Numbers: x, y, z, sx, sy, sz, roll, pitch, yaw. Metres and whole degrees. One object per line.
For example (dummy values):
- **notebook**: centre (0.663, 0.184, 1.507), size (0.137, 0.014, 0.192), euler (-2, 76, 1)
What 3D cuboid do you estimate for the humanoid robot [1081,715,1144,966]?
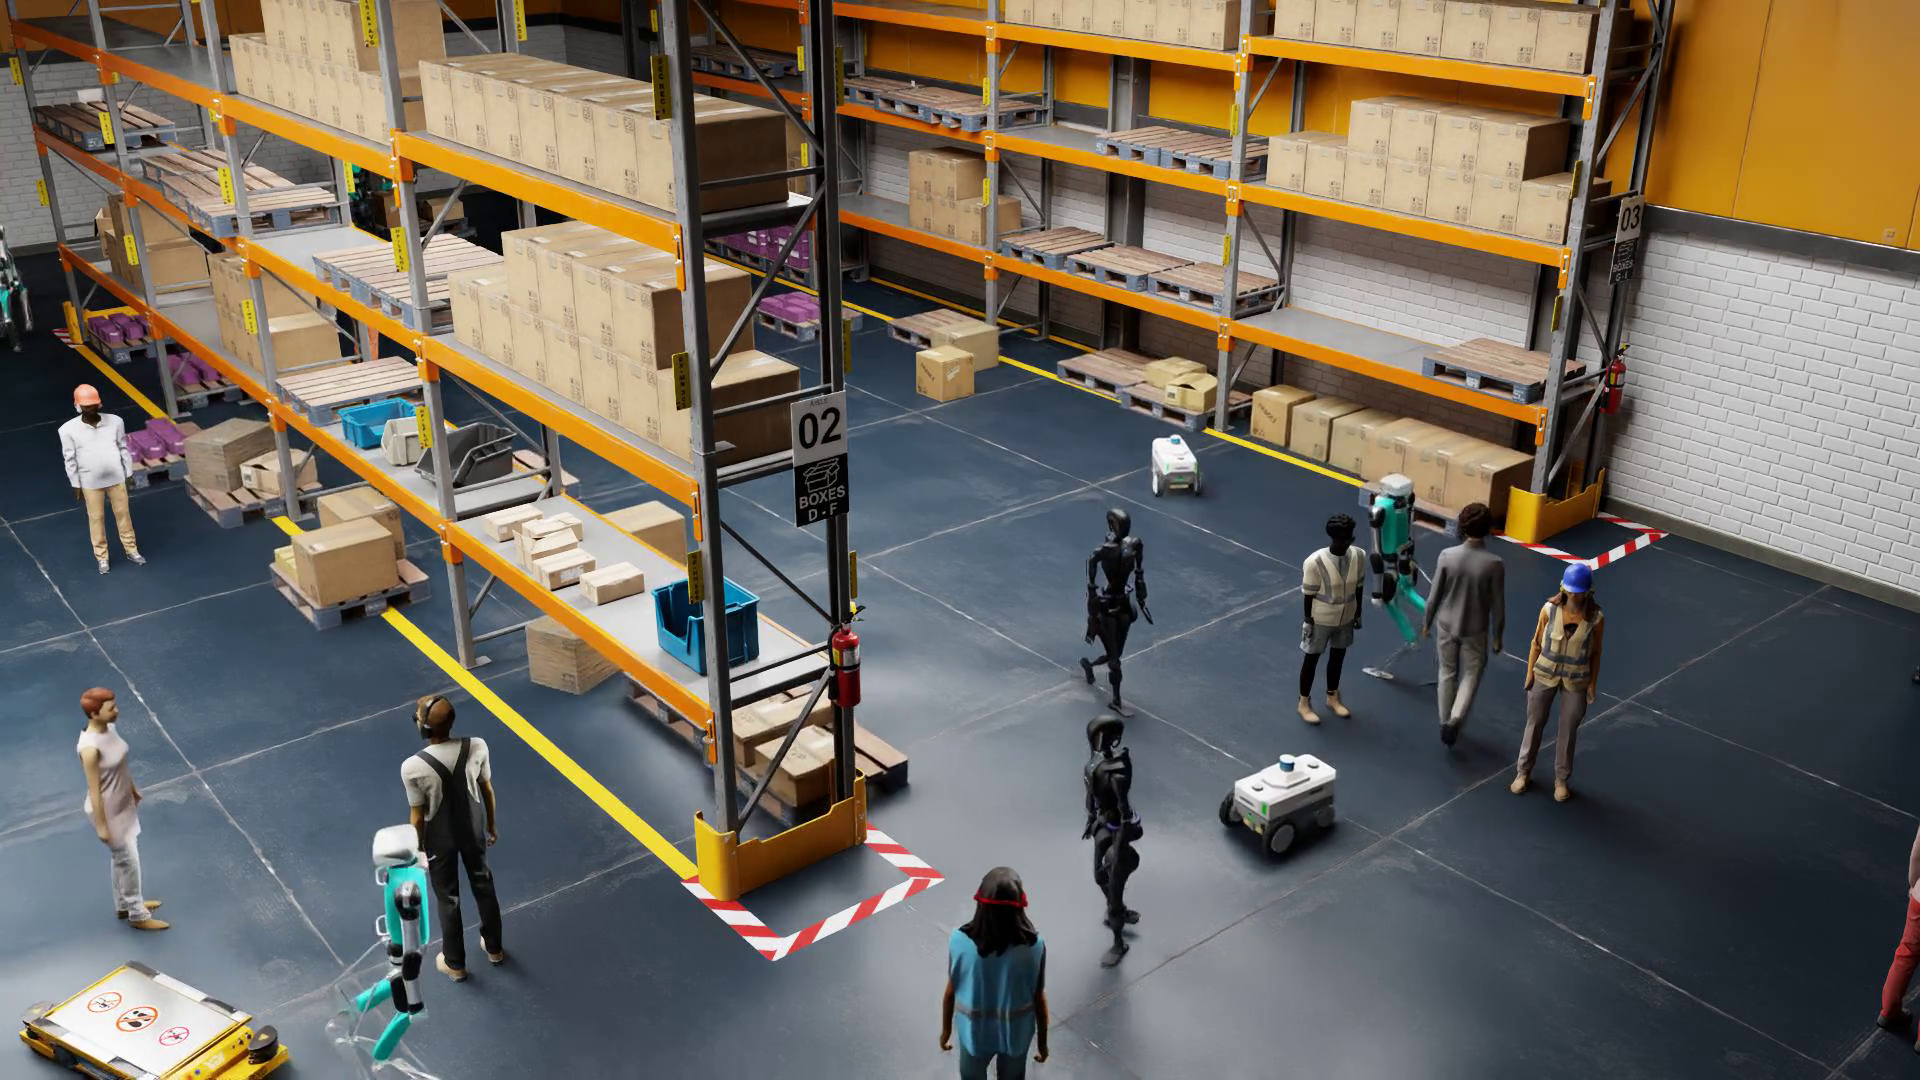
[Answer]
- **humanoid robot**: centre (0.942, 1.736, 9.856), size (0.461, 1.646, 0.604), euler (-7, 24, -16)

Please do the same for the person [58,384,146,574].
- **person**: centre (-7.781, -0.572, 15.088), size (0.561, 1.755, 0.320), euler (-20, 30, -38)

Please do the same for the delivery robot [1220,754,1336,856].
- **delivery robot**: centre (2.177, 1.749, 11.251), size (0.807, 0.609, 0.499), euler (-15, 27, -31)

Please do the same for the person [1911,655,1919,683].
- **person**: centre (7.813, 0.262, 12.954), size (0.547, 1.925, 0.387), euler (14, 27, 29)

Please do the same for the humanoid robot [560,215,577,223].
- **humanoid robot**: centre (-5.224, -3.474, 21.914), size (0.455, 1.637, 0.600), euler (-8, 24, -17)

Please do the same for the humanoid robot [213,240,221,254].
- **humanoid robot**: centre (-11.392, -4.954, 25.345), size (0.609, 1.642, 0.462), euler (12, 26, 26)

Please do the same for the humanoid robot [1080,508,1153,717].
- **humanoid robot**: centre (1.140, 0.496, 12.765), size (0.601, 1.641, 0.699), euler (-16, 28, -33)

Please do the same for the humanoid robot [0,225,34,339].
- **humanoid robot**: centre (-12.619, -3.508, 21.923), size (0.546, 1.748, 1.001), euler (-1, 23, -3)

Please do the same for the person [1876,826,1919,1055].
- **person**: centre (5.405, 2.010, 9.095), size (0.302, 1.772, 0.524), euler (-8, 25, -18)

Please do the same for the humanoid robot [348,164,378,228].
- **humanoid robot**: centre (-9.860, -5.858, 27.381), size (0.553, 1.723, 0.986), euler (3, 24, 6)

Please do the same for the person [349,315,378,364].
- **person**: centre (-7.181, -2.725, 20.076), size (0.505, 1.758, 0.341), euler (14, 27, 28)

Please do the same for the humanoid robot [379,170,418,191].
- **humanoid robot**: centre (-9.538, -6.177, 28.146), size (1.009, 1.768, 0.537), euler (11, 26, 23)

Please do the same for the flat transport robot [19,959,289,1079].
- **flat transport robot**: centre (-4.487, 2.769, 9.232), size (1.431, 0.231, 0.659), euler (13, 26, 27)

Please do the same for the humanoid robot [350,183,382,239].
- **humanoid robot**: centre (-8.594, -4.336, 23.992), size (0.751, 1.645, 0.612), euler (5, 24, 12)

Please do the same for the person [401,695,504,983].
- **person**: centre (-2.941, 1.719, 9.674), size (0.511, 1.846, 0.336), euler (-18, 29, -35)

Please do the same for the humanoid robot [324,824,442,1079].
- **humanoid robot**: centre (-3.011, 2.283, 8.538), size (0.891, 1.775, 0.574), euler (-9, 25, -19)

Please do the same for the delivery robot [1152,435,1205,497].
- **delivery robot**: centre (2.205, -0.771, 17.078), size (0.499, 0.602, 0.801), euler (-2, 23, -5)

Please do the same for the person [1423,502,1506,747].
- **person**: centre (3.659, 0.644, 12.129), size (0.584, 1.877, 0.546), euler (12, 26, 25)

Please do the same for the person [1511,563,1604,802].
- **person**: centre (4.152, 0.973, 11.486), size (0.463, 1.778, 0.308), euler (9, 25, 20)

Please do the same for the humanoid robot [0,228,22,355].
- **humanoid robot**: centre (-12.378, -3.211, 21.265), size (0.530, 1.802, 0.758), euler (-13, 26, -27)

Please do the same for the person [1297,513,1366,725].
- **person**: centre (2.790, 0.579, 12.503), size (0.533, 1.693, 0.320), euler (-9, 25, -19)

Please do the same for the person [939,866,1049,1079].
- **person**: centre (0.167, 2.406, 8.072), size (0.548, 1.841, 0.616), euler (2, 23, 4)

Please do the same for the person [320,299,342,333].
- **person**: centre (-8.388, -3.647, 22.038), size (0.492, 1.889, 0.682), euler (11, 26, 24)

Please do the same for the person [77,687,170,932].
- **person**: centre (-5.119, 1.639, 10.103), size (0.350, 1.648, 0.471), euler (-3, 24, -7)

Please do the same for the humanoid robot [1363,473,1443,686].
- **humanoid robot**: centre (3.569, 0.398, 12.862), size (0.908, 1.745, 0.540), euler (21, 31, 40)
